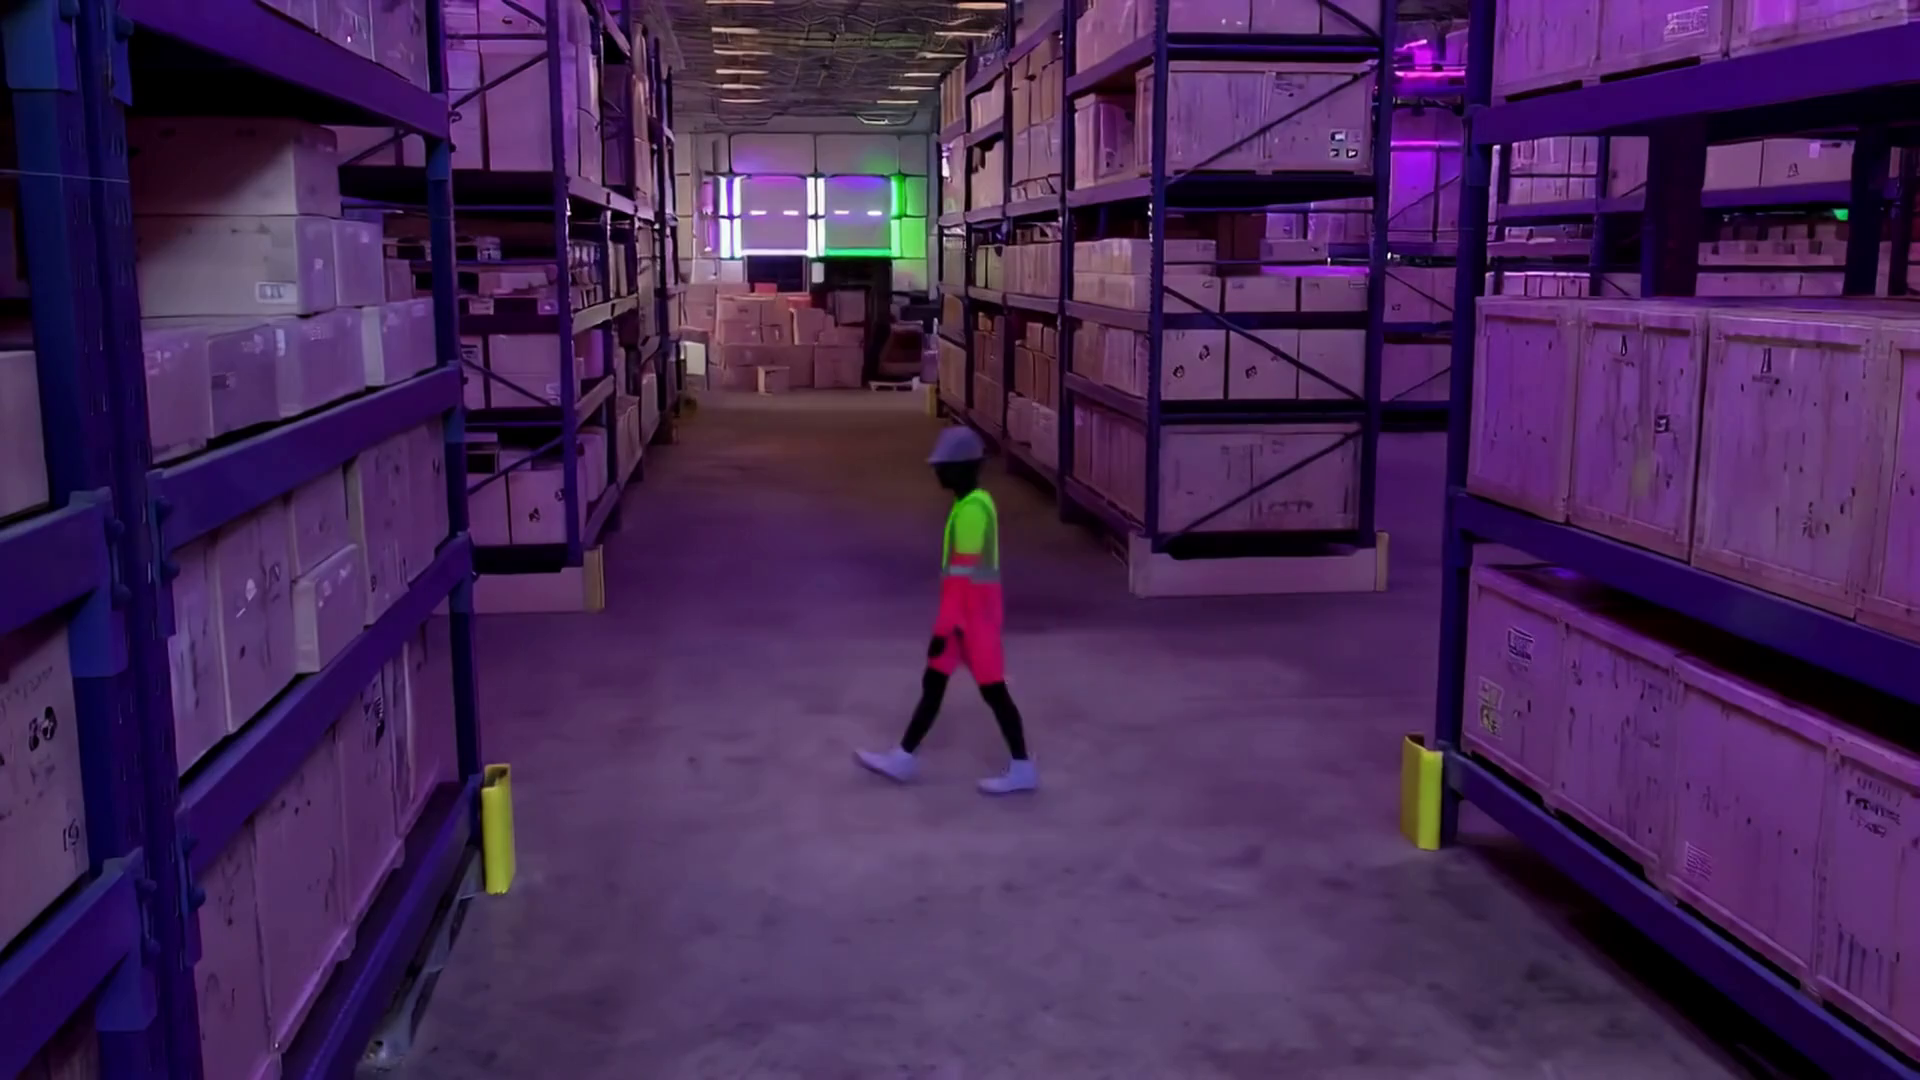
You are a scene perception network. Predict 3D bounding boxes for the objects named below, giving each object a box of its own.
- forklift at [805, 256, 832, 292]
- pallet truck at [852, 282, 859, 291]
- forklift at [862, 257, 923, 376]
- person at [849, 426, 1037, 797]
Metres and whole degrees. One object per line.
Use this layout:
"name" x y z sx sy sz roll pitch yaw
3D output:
"forklift" -4.925 -8.543 58.301 1.129 2.768 1.873 -7 12 -35
"pallet truck" -3.782 -9.391 65.808 1.885 1.965 0.823 2 10 10
"forklift" -1.865 -5.324 39.560 1.873 2.768 1.129 -1 10 -7
"person" -0.078 0.395 8.825 1.062 1.988 0.623 0 10 -3
